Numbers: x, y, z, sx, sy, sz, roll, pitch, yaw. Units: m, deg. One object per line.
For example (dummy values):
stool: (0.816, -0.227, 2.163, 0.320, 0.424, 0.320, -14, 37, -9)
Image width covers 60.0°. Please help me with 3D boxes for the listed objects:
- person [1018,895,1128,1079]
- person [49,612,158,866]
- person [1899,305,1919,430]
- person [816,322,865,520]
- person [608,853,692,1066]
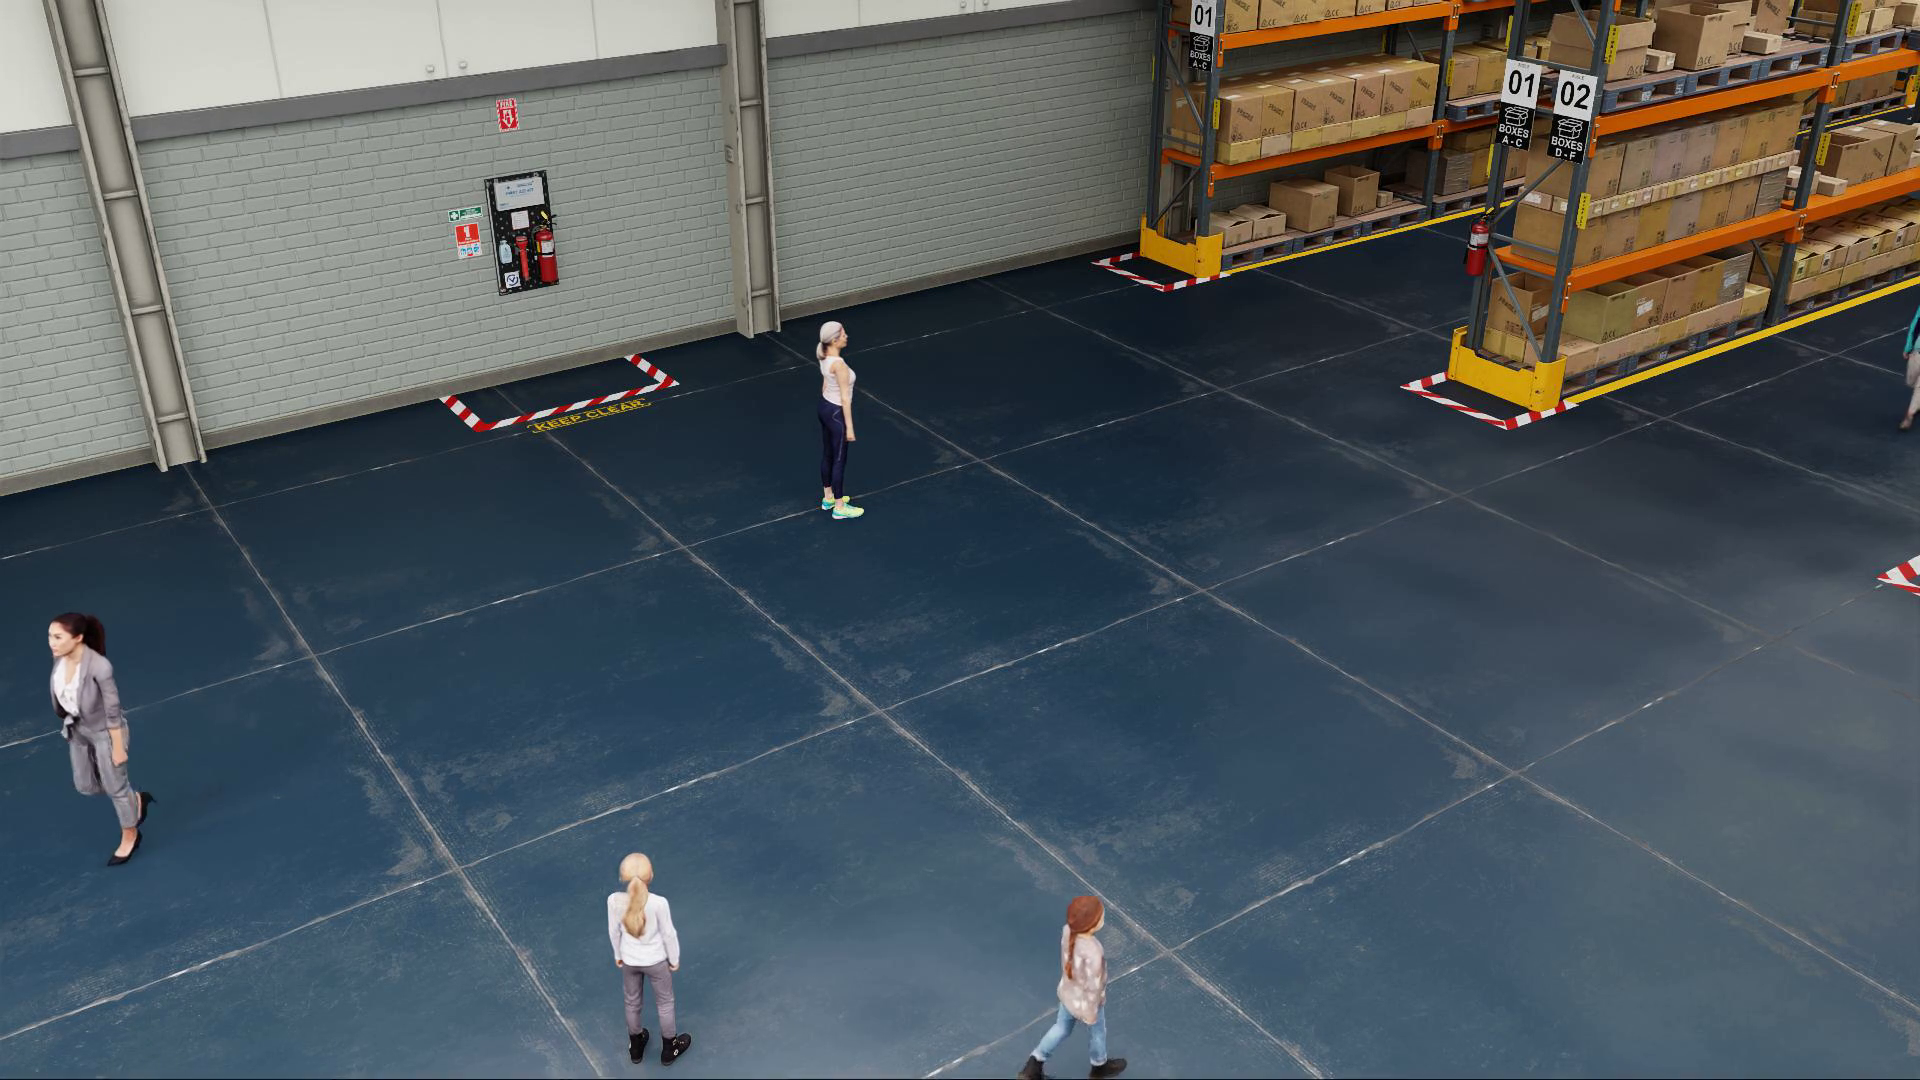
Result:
person: (0.547, 2.238, 8.161, 0.847, 1.179, 0.566, -13, 30, -23)
person: (-4.997, 1.122, 9.794, 0.759, 1.669, 0.807, 14, 30, 25)
person: (9.143, -1.801, 15.673, 0.907, 1.484, 0.645, -24, 36, -39)
person: (-1.051, -1.016, 13.910, 0.565, 1.702, 0.619, -13, 30, -24)
person: (-1.582, 2.095, 8.333, 0.582, 1.277, 0.642, 5, 28, 9)
